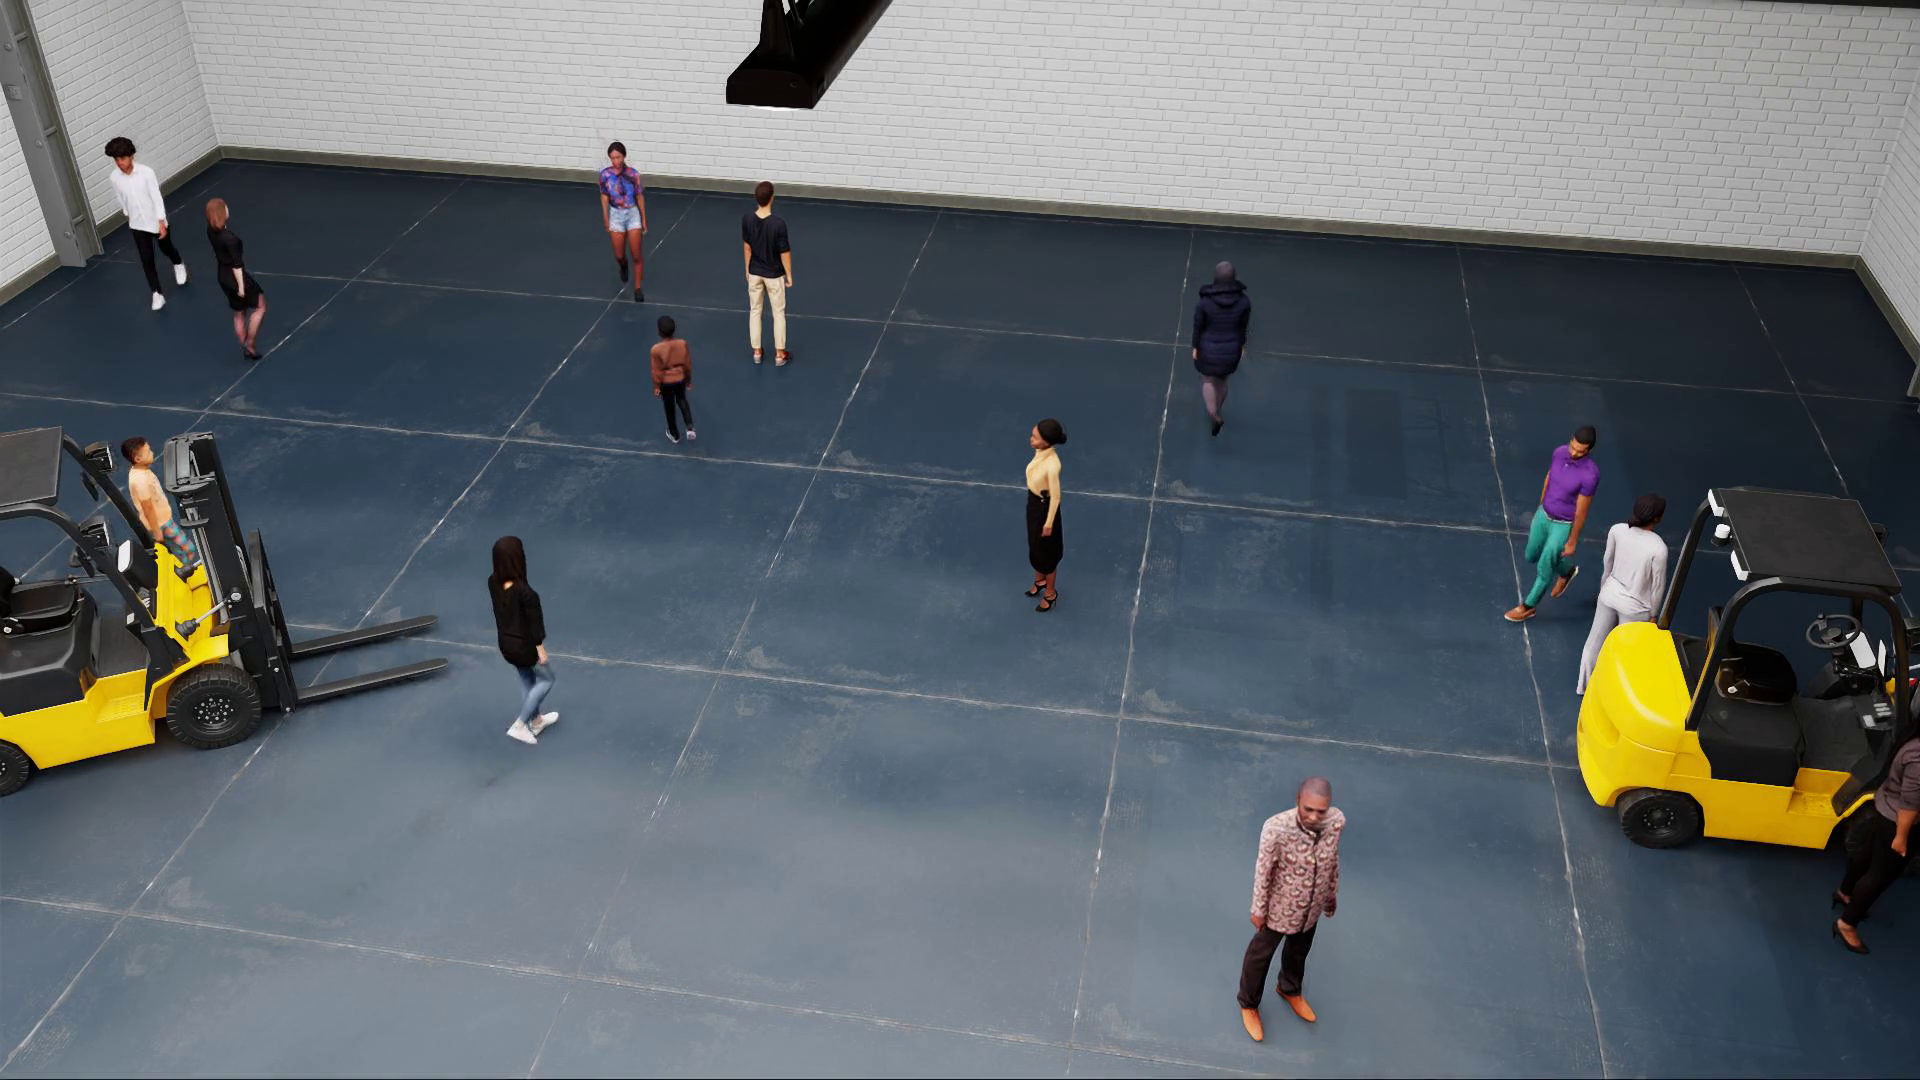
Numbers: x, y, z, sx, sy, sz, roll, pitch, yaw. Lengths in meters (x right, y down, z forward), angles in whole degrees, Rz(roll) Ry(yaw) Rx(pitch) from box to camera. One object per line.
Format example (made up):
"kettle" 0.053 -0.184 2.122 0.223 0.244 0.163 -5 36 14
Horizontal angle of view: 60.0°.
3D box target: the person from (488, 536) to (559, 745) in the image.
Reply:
"person" -3.039 0.735 11.366 0.725 1.636 0.834 20 38 27

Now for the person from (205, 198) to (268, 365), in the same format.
"person" -7.102 -2.474 16.143 0.674 1.693 0.691 19 38 26

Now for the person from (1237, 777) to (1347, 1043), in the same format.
"person" 1.856 2.005 9.300 0.767 1.806 0.769 -11 35 -16

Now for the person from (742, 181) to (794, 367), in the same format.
"person" -1.885 -2.577 16.153 0.638 1.851 0.538 7 34 11

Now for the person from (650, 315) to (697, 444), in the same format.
"person" -2.567 -1.408 14.941 0.706 1.247 0.769 -20 38 -27

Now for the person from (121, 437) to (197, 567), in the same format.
"person" -6.259 -0.125 12.824 0.748 1.453 0.688 -17 37 -24

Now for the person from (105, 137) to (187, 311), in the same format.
"person" -8.483 -3.381 17.439 0.923 1.768 1.243 -8 34 -11

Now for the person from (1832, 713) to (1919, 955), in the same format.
"person" 5.525 1.643 9.815 0.773 1.840 0.624 15 36 21

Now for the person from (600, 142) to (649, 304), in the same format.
"person" -3.511 -3.370 17.456 0.763 1.730 0.890 -7 34 -11

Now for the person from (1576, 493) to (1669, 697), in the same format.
"person" 4.701 0.431 11.733 0.763 1.736 0.704 -21 39 -29

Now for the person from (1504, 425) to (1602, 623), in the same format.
"person" 4.607 -0.142 12.597 1.012 1.734 1.012 -12 35 -17

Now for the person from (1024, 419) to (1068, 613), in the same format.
"person" 0.640 -0.194 12.748 0.718 1.653 0.608 -9 35 -14

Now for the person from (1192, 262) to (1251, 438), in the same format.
"person" 2.351 -1.700 15.006 0.825 1.662 1.011 -3 34 -5
